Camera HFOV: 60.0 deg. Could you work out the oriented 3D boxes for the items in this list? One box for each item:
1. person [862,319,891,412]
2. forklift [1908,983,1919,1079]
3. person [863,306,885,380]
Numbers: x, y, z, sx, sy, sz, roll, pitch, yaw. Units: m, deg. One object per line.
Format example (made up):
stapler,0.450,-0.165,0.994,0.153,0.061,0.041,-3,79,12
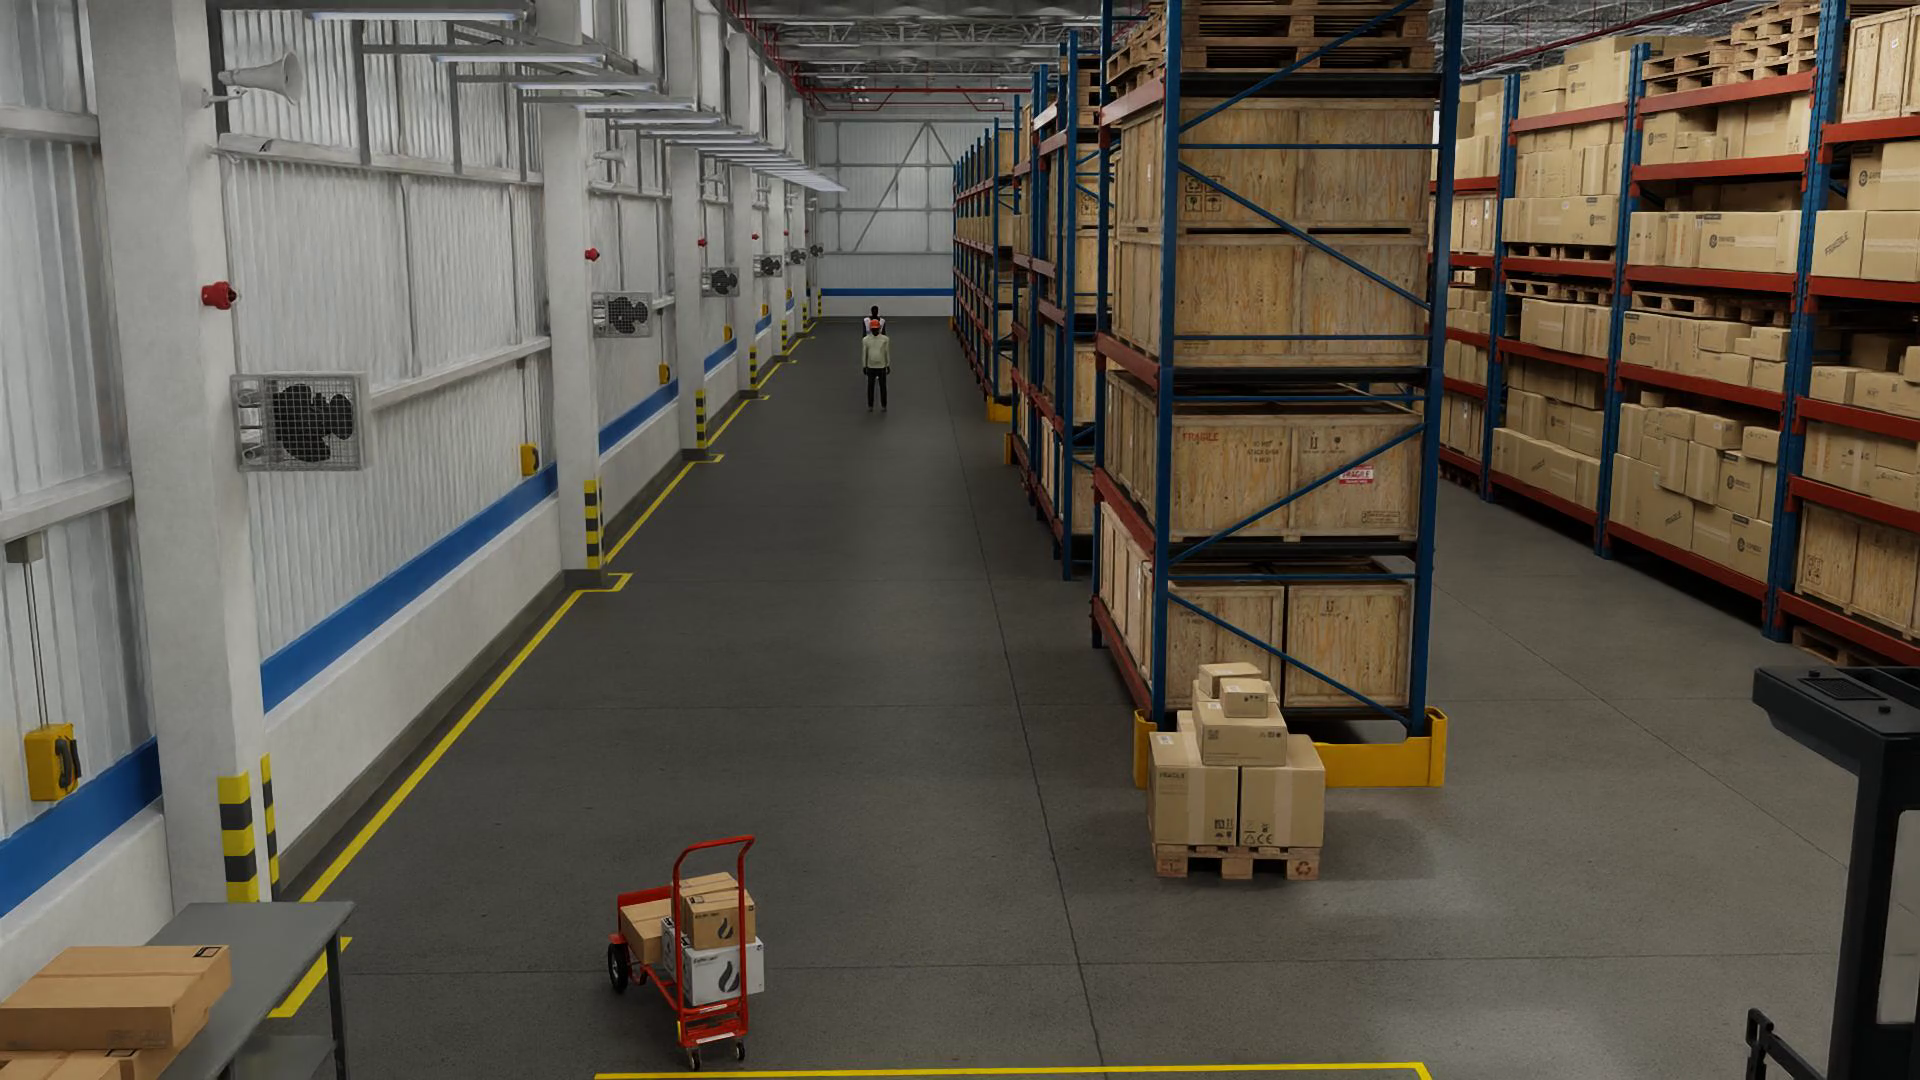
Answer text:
person,-1.788,-3.733,35.611,0.618,1.986,0.405,0,11,1
forklift,3.157,1.766,4.661,1.129,2.768,1.873,0,11,-2
person,-2.207,-5.063,42.743,0.597,1.907,0.414,-2,11,-11
